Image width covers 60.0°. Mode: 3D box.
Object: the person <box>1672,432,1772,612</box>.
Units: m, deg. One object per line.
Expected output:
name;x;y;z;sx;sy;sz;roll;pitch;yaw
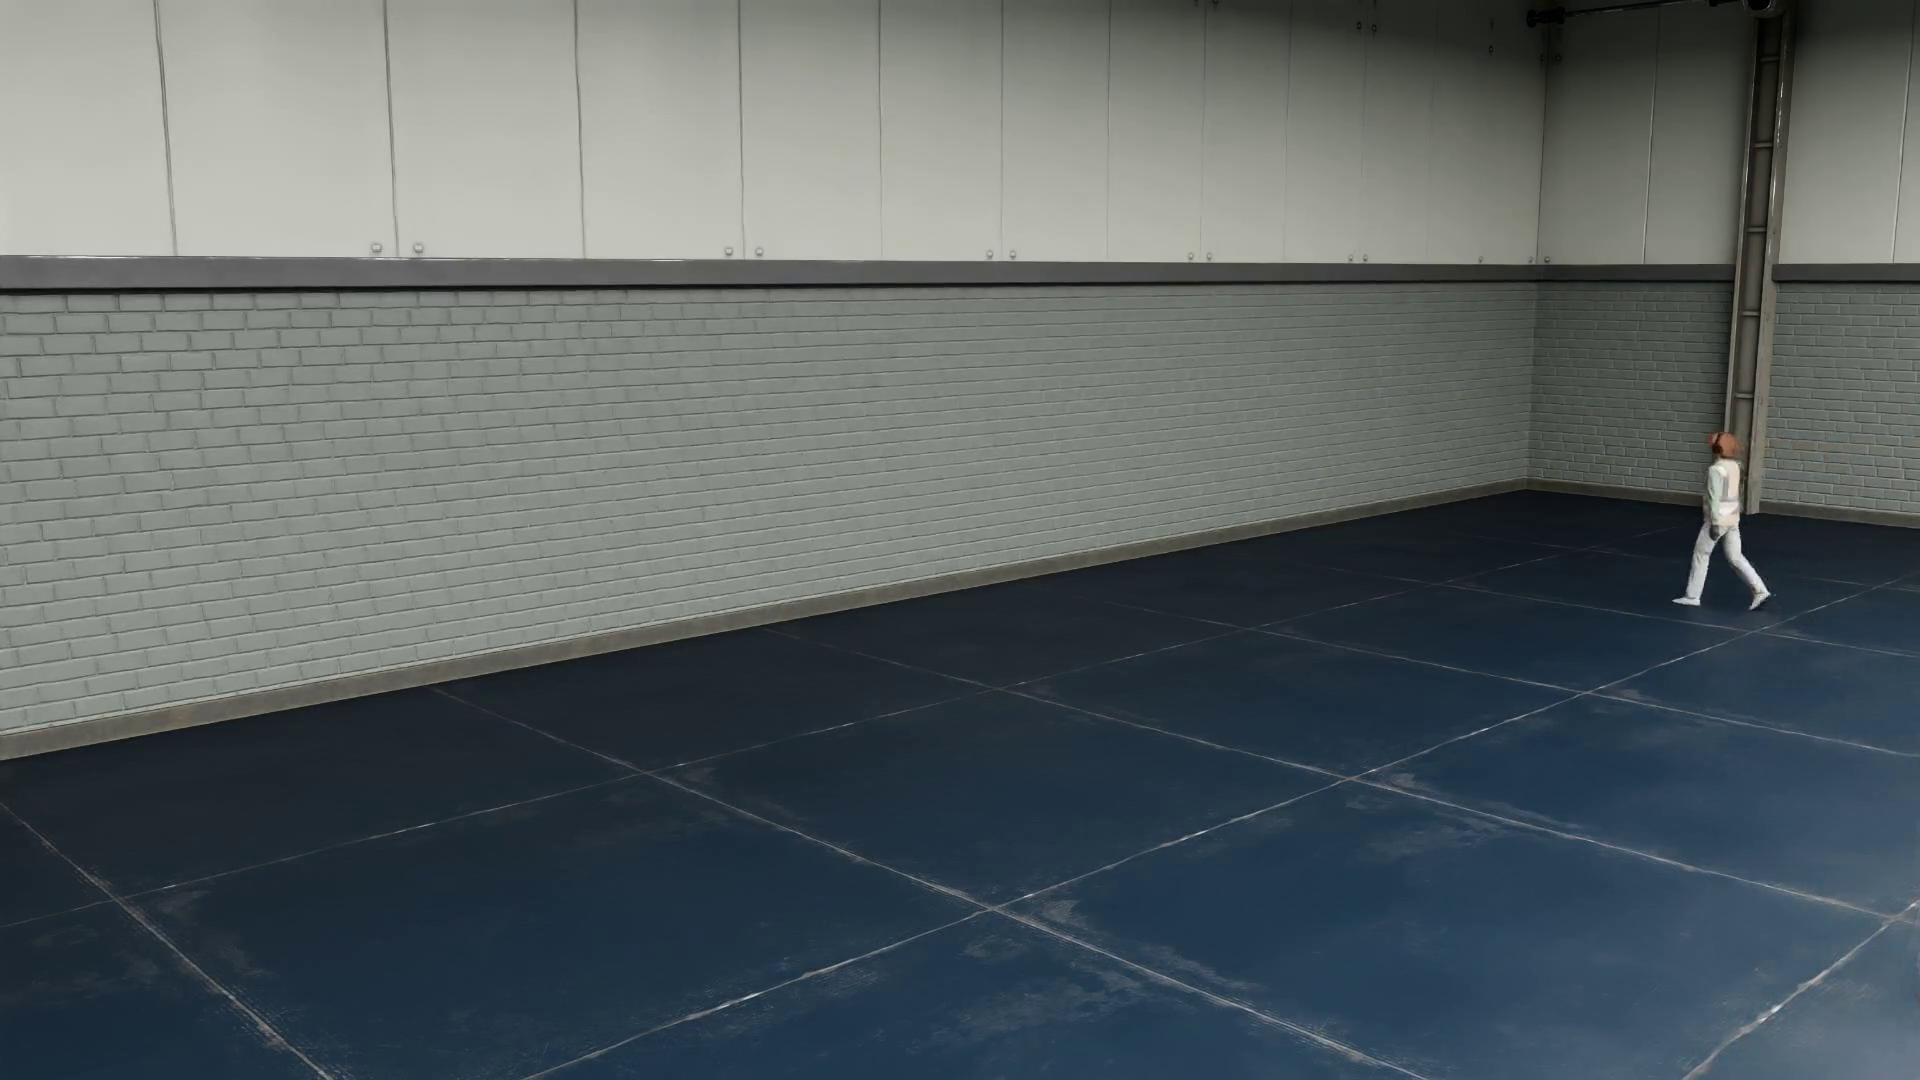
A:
person;6.899;-0.159;14.914;0.527;1.610;0.797;-8;12;-41
